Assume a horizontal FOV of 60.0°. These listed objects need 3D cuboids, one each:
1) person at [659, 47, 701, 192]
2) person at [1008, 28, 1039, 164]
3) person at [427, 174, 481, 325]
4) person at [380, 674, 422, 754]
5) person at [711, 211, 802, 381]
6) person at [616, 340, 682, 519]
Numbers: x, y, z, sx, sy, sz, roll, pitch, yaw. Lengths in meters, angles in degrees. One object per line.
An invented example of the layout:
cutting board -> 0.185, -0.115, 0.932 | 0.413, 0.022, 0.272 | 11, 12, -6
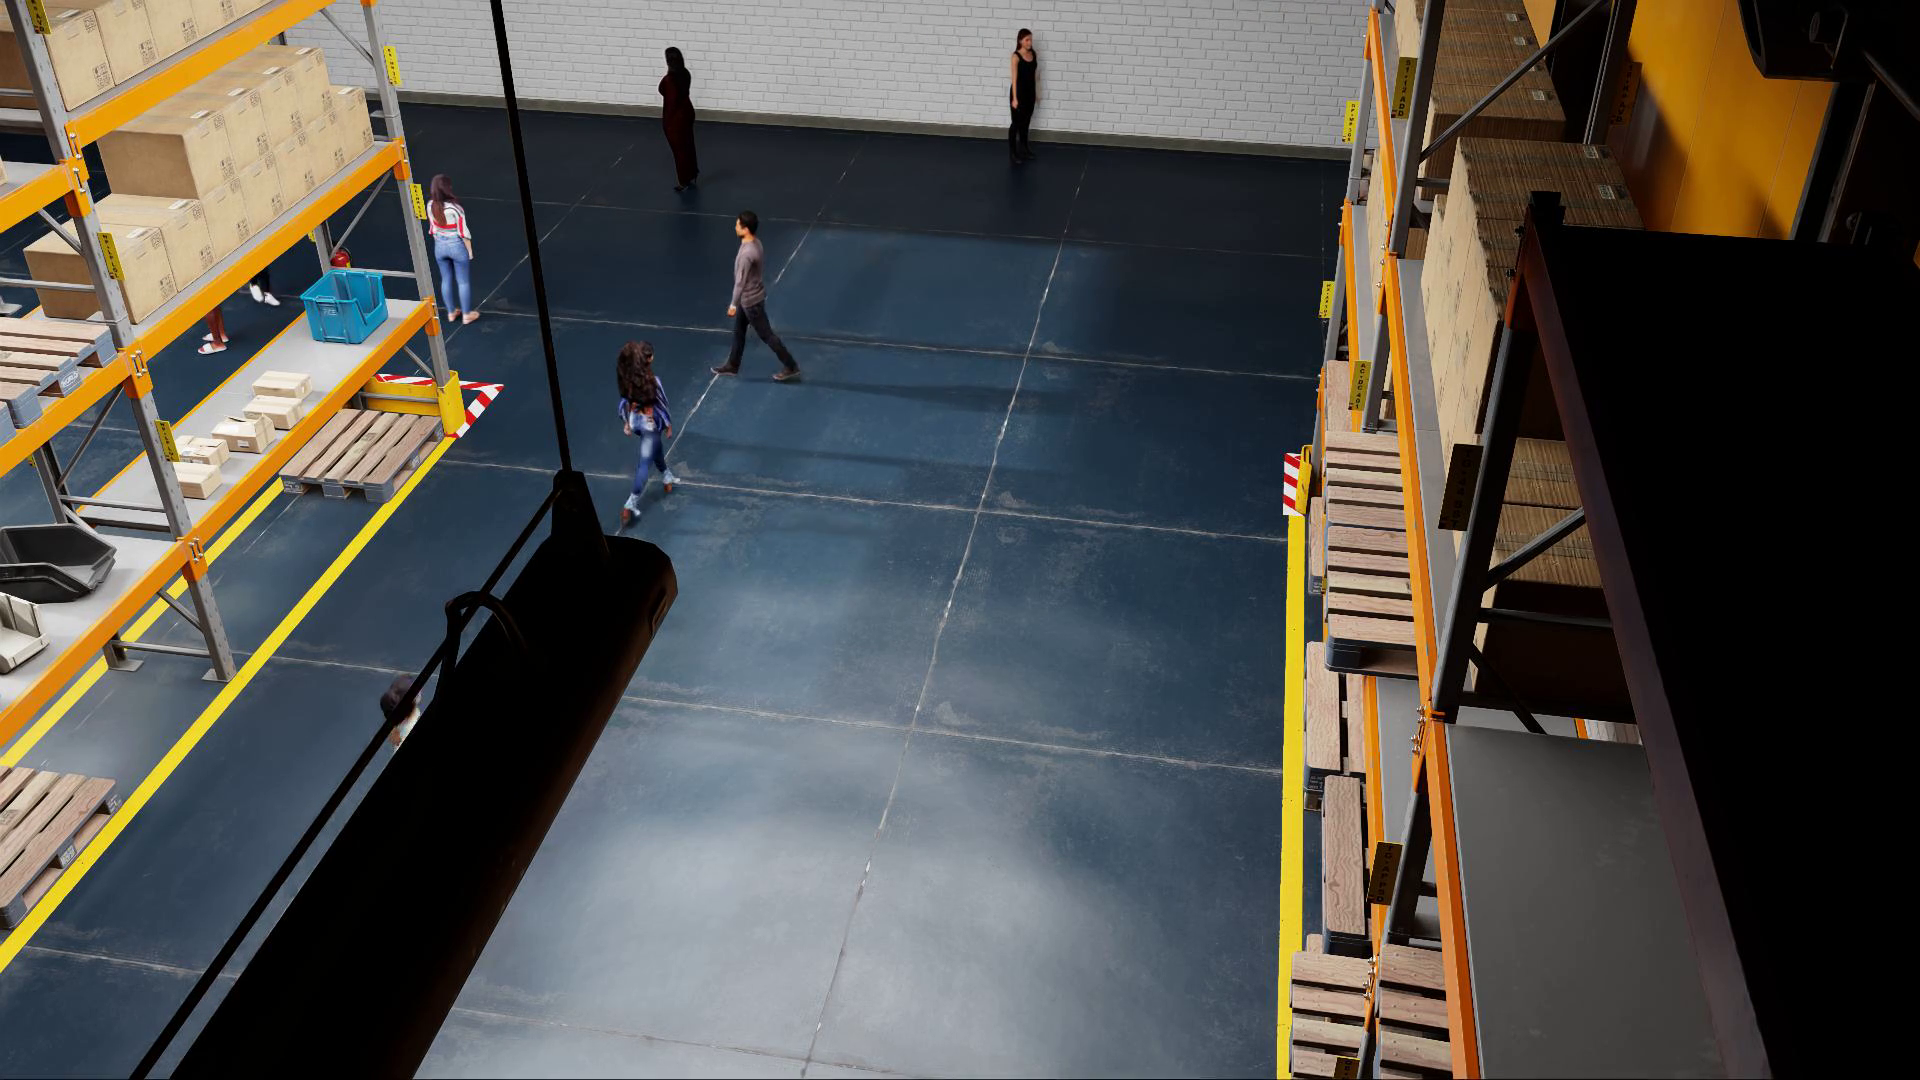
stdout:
person -> -3.428, -5.170, 20.369 | 0.732, 1.757, 0.551 | 9, 35, 13
person -> 0.805, -5.671, 21.186 | 0.650, 1.687, 0.739 | -29, 43, -36
person -> -5.289, -3.022, 17.269 | 0.593, 1.611, 0.503 | 7, 34, 11
person -> -3.313, 1.595, 10.211 | 0.769, 1.735, 1.081 | 14, 36, 20
person -> -1.927, -2.302, 16.081 | 0.863, 1.728, 1.120 | -15, 37, -22
person -> -2.706, -0.912, 14.120 | 0.889, 1.583, 1.139 | 19, 38, 26
